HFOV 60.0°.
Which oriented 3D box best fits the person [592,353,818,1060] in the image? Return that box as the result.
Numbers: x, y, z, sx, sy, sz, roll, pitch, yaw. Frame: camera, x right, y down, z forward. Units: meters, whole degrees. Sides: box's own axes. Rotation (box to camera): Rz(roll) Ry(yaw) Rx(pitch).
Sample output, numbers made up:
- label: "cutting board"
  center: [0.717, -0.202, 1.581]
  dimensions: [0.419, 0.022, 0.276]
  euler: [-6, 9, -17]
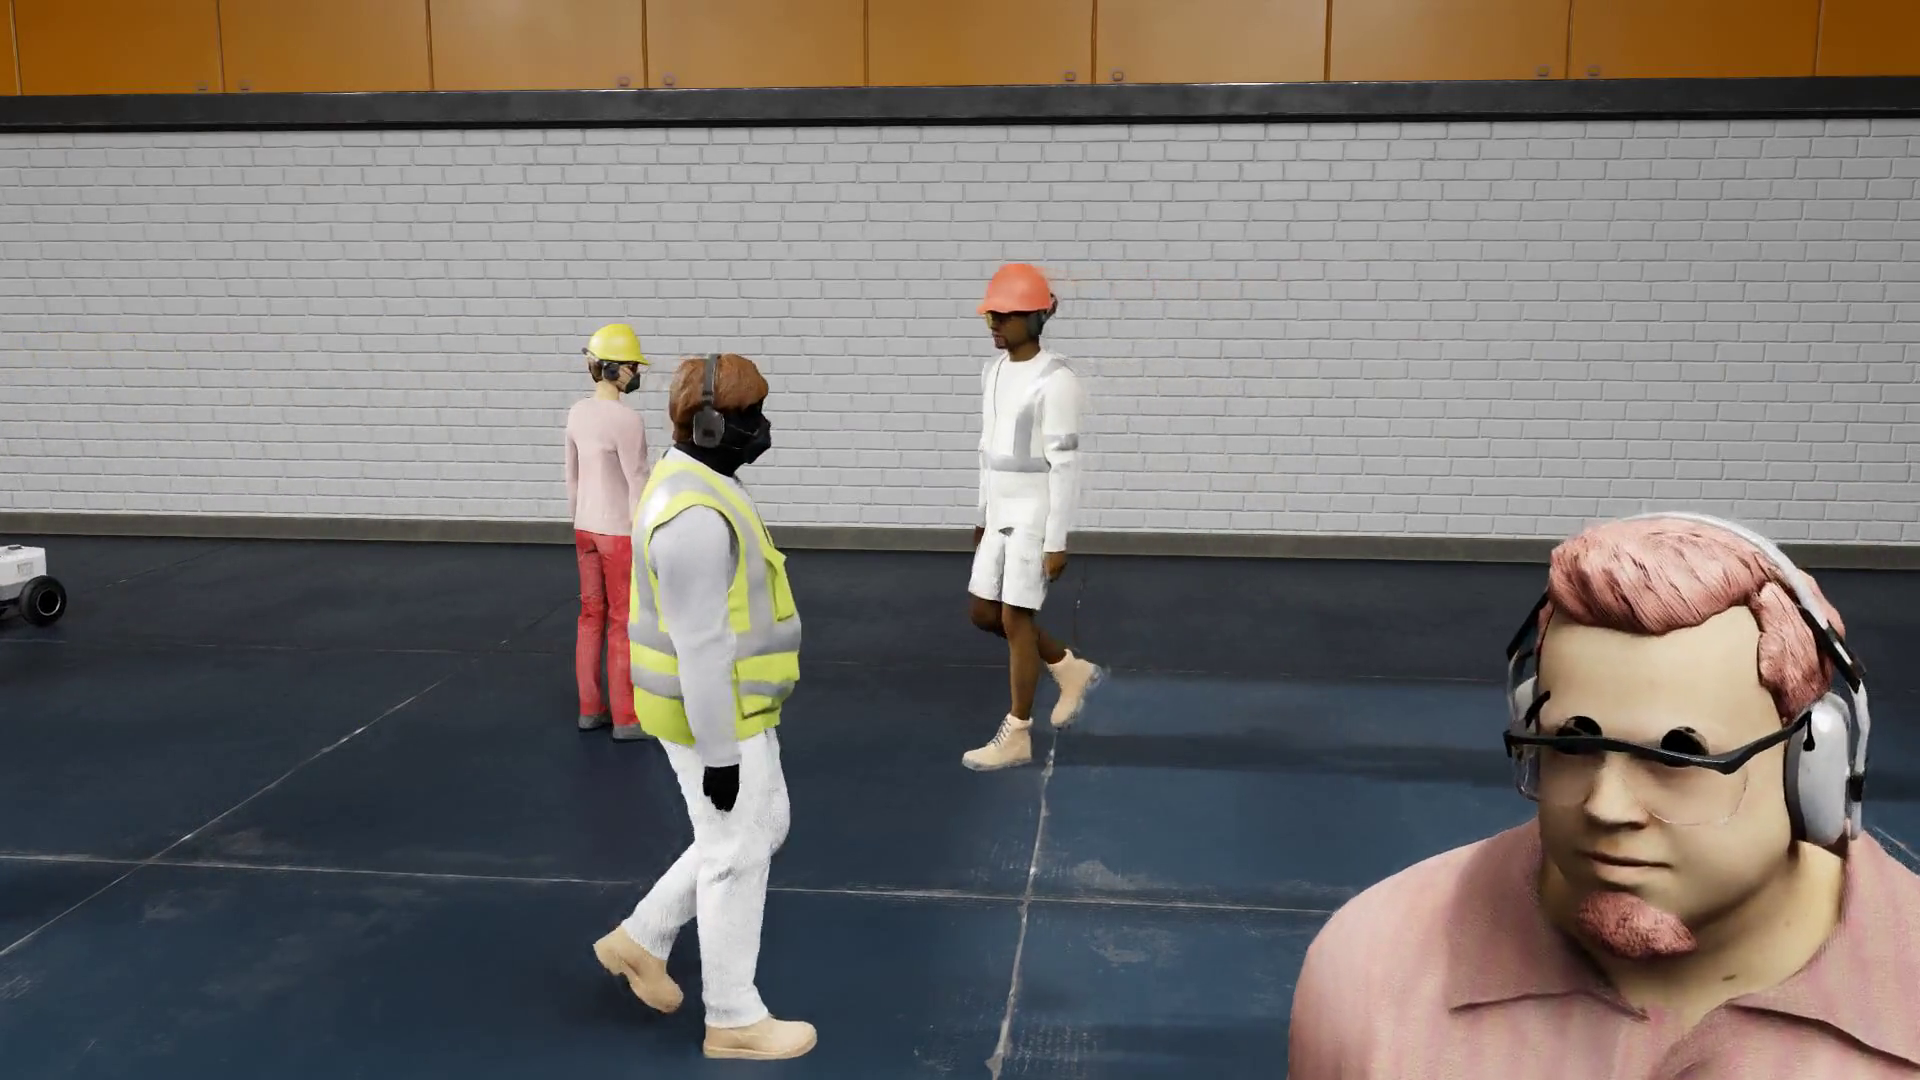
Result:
- label: "person"
  center: [-0.644, 0.438, 4.214]
  dimensions: [0.491, 1.823, 0.643]
  euler: [-1, 10, -6]

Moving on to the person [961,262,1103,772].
- label: "person"
  center: [0.294, -0.093, 6.688]
  dimensions: [0.619, 2.028, 0.633]
  euler: [-5, 11, -27]

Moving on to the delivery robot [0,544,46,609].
- label: "delivery robot"
  center: [-5.337, 0.191, 9.003]
  dimensions: [0.477, 0.478, 0.707]
  euler: [4, 11, 20]

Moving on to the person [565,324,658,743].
- label: "person"
  center: [-1.456, -0.027, 7.062]
  dimensions: [0.533, 1.764, 0.320]
  euler: [10, 14, 44]

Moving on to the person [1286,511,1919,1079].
- label: "person"
  center: [0.523, 0.919, 1.265]
  dimensions: [0.704, 1.900, 0.421]
  euler: [7, 12, 35]
